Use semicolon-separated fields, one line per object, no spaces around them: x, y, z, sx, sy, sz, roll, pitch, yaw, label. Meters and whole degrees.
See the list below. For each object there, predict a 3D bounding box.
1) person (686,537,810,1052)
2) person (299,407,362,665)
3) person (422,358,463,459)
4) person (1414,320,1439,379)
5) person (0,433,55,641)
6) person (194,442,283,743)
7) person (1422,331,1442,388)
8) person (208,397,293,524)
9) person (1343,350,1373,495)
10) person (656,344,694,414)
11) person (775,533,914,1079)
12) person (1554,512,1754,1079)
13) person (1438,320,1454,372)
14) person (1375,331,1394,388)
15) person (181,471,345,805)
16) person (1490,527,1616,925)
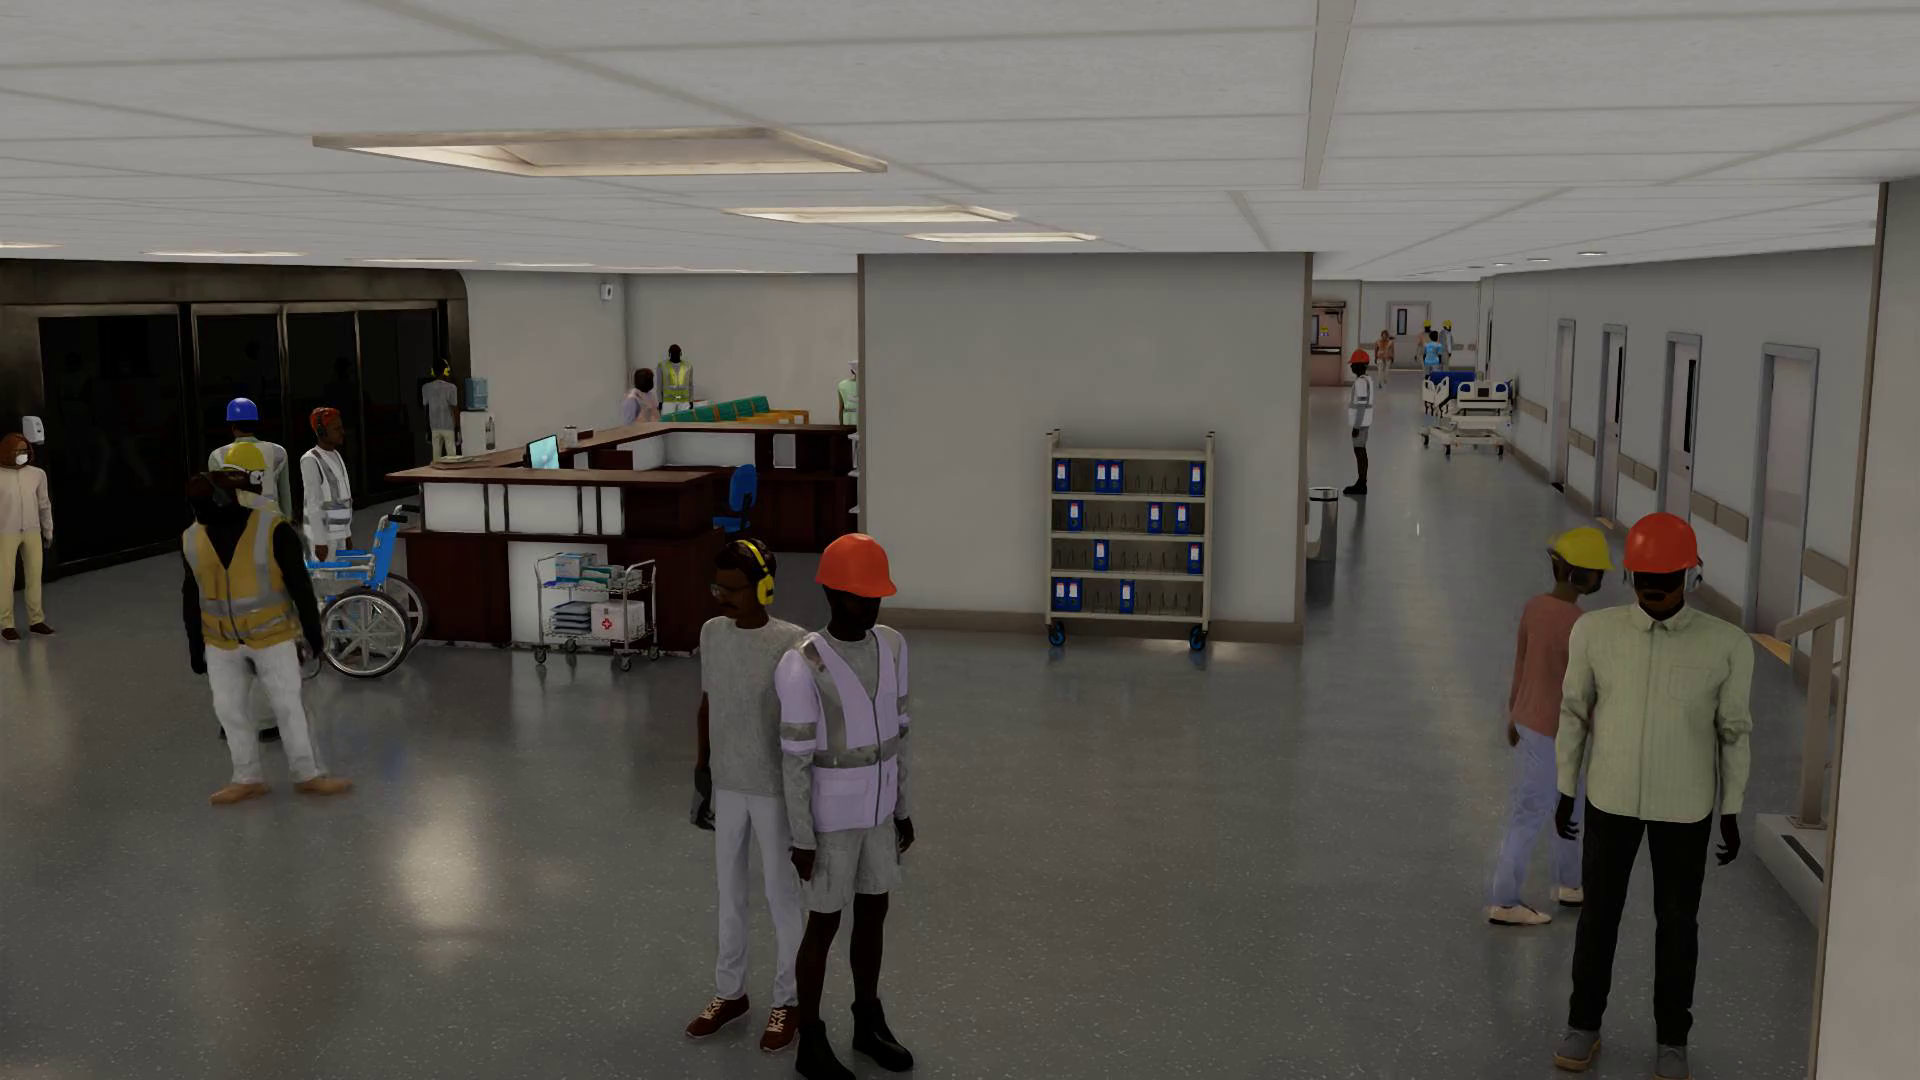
-0.755;0.912;6.020;0.517;1.865;0.328;4;9;25;person
-4.621;-0.032;12.212;0.354;1.883;0.573;0;9;-3;person
-6.623;-1.396;21.341;0.513;1.864;0.325;2;9;10;person
12.992;-5.178;46.368;0.619;1.873;0.974;4;9;24;person
-7.389;-0.031;13.075;0.285;1.627;0.504;6;10;34;person
-4.321;0.318;10.105;0.594;1.824;0.404;2;9;15;person
11.982;-4.459;42.198;0.536;1.699;0.322;8;12;44;person
-5.254;-0.081;12.326;0.404;1.945;0.615;7;11;40;person
5.332;-1.574;22.272;0.356;1.937;0.552;3;9;20;person
-4.684;-2.303;27.425;0.627;1.844;0.429;-4;9;-22;person
-0.365;0.928;5.713;0.384;1.929;0.539;8;12;43;person
2.367;0.890;5.729;0.622;1.992;0.396;4;10;27;person
14.426;-5.604;49.352;0.404;1.835;0.586;-2;9;-12;person
11.862;-5.054;46.483;0.534;1.589;0.857;2;9;15;person
-3.705;0.527;8.810;0.774;1.807;0.434;-1;9;-4;person
2.633;0.807;7.120;0.744;1.733;0.516;0;9;-2;person
